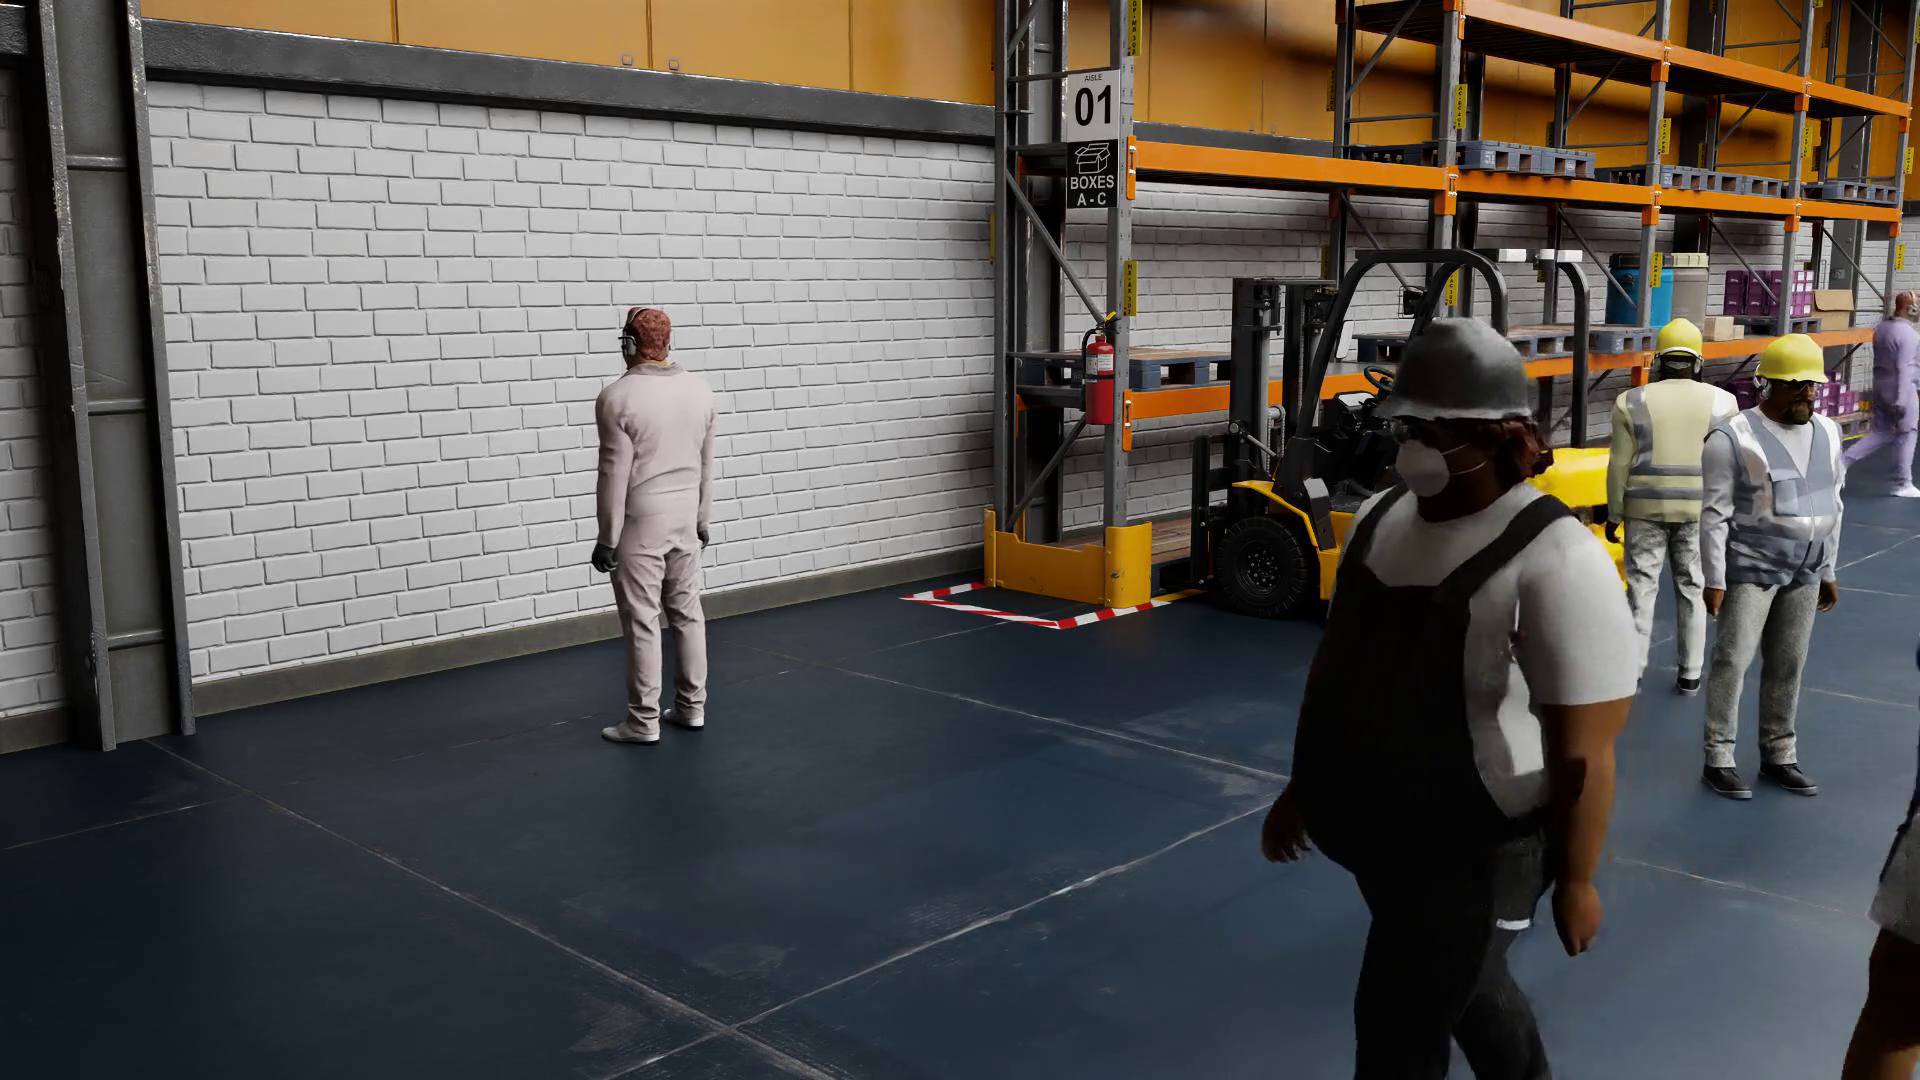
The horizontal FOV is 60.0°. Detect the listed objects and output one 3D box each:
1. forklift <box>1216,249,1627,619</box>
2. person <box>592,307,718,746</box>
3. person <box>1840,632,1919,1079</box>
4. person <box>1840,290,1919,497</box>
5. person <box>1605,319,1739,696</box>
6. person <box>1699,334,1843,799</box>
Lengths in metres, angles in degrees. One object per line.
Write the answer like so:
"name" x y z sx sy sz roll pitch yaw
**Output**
"forklift" 2.710 -0.584 9.626 2.313 2.155 1.214 9 13 43
"person" -1.358 -0.061 7.296 0.409 1.906 0.651 7 12 37
"person" 1.998 0.536 3.286 0.827 2.015 0.637 -3 10 -16
"person" 8.421 -1.321 15.091 0.762 1.885 0.649 0 9 2
"person" 3.430 -0.149 8.063 0.590 1.833 0.403 2 9 11
"person" 3.175 0.110 6.507 0.590 1.826 0.403 -2 9 -12
